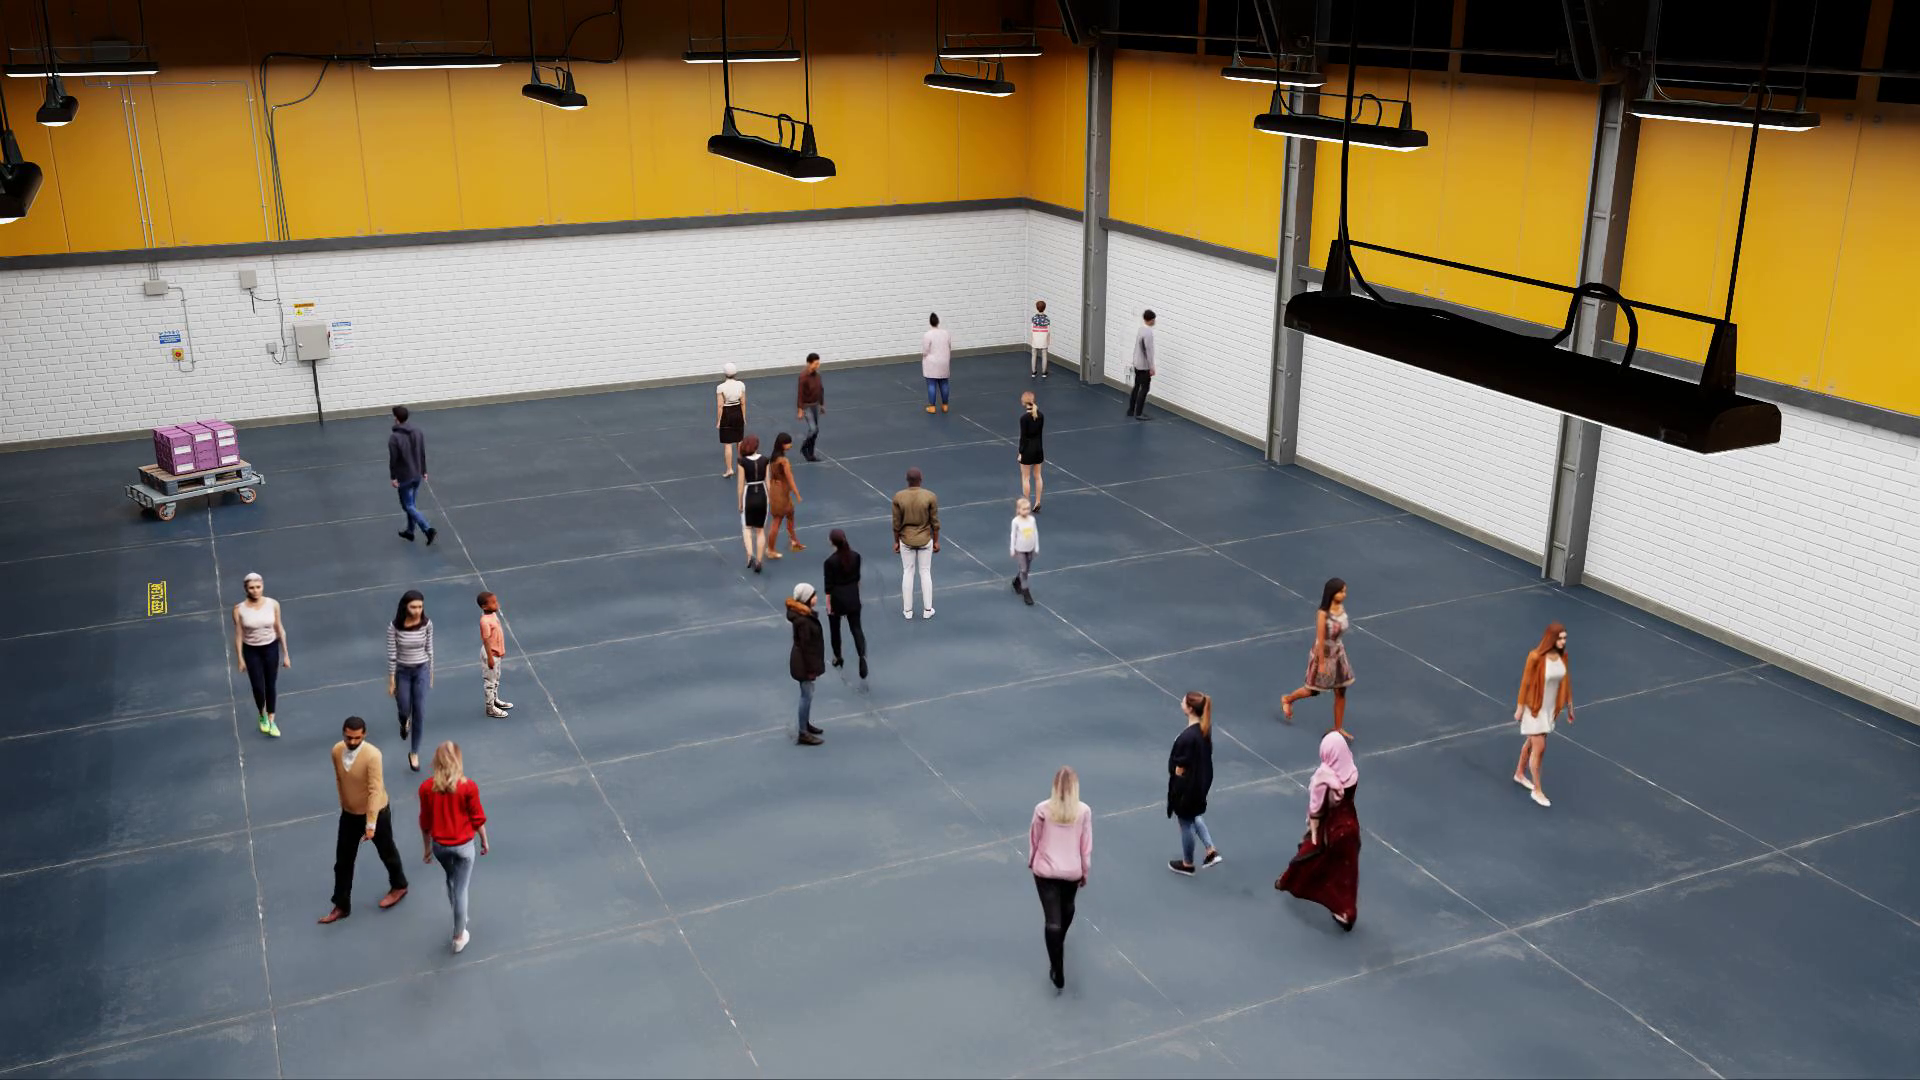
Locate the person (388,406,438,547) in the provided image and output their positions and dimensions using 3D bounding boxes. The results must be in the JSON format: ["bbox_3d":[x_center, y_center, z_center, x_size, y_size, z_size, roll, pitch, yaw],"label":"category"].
[{"bbox_3d":[-7.181,-0.815,21.809,1.229,1.868,1.033,13,22,33],"label":"person"}]

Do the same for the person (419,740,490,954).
[{"bbox_3d":[-3.868,2.368,12.636,0.788,1.691,0.838,0,19,0],"label":"person"}]

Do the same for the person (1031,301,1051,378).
[{"bbox_3d":[1.508,-3.801,31.350,0.583,1.438,0.619,3,19,9],"label":"person"}]

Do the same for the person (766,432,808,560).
[{"bbox_3d":[-2.380,-0.542,21.325,0.659,1.660,0.757,-6,20,-18],"label":"person"}]

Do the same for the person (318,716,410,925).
[{"bbox_3d":[-4.667,2.155,13.235,1.054,1.712,1.110,7,20,20],"label":"person"}]

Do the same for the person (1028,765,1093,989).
[{"bbox_3d":[0.735,2.504,12.304,0.878,1.644,1.170,-1,19,-2],"label":"person"}]

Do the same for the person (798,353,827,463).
[{"bbox_3d":[-2.376,-2.015,25.566,0.836,1.745,0.815,12,22,31],"label":"person"}]

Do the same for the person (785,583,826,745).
[{"bbox_3d":[-1.508,1.185,16.236,0.763,1.634,0.647,-2,19,-6],"label":"person"}]

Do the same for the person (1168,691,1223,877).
[{"bbox_3d":[1.978,2.033,13.654,0.880,1.676,0.794,14,23,35],"label":"person"}]

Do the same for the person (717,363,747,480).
[{"bbox_3d":[-3.409,-1.786,24.869,0.643,1.756,0.554,-11,22,-30],"label":"person"}]

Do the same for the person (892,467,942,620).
[{"bbox_3d":[-0.510,0.032,19.363,0.802,1.825,0.766,1,19,2],"label":"person"}]

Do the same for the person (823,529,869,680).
[{"bbox_3d":[-1.196,0.710,17.655,0.586,1.630,1.010,-8,20,-22],"label":"person"}]

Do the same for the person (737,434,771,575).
[{"bbox_3d":[-2.538,-0.414,20.753,0.622,1.782,0.639,-7,20,-19],"label":"person"}]

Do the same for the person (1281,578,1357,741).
[{"bbox_3d":[3.550,1.149,16.366,0.807,1.619,1.107,-16,24,-39],"label":"person"}]

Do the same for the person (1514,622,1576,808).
[{"bbox_3d":[5.242,1.507,15.187,0.644,1.694,0.842,-8,20,-23],"label":"person"}]

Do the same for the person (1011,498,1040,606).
[{"bbox_3d":[0.750,0.099,20.042,0.489,1.263,0.867,-9,20,-24],"label":"person"}]

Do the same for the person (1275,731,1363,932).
[{"bbox_3d":[2.968,2.297,12.998,0.648,1.593,1.029,-8,20,-21],"label":"person"}]

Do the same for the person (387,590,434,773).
[{"bbox_3d":[-5.185,1.298,15.699,0.668,1.763,0.836,-9,21,-26],"label":"person"}]

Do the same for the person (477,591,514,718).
[{"bbox_3d":[-4.759,1.138,16.884,0.619,1.310,0.515,0,19,1],"label":"person"}]

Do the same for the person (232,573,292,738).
[{"bbox_3d":[-6.898,1.103,16.383,0.674,1.695,0.676,-13,22,-33],"label":"person"}]

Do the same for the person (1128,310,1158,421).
[{"bbox_3d":[3.054,-2.992,28.224,1.061,1.899,0.634,-8,20,-22],"label":"person"}]

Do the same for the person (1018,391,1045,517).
[{"bbox_3d":[0.978,-1.201,23.111,0.615,1.768,0.592,-15,24,-37],"label":"person"}]

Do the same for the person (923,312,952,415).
[{"bbox_3d":[-0.404,-3.067,28.694,0.691,1.741,0.620,-8,20,-21],"label":"person"}]
